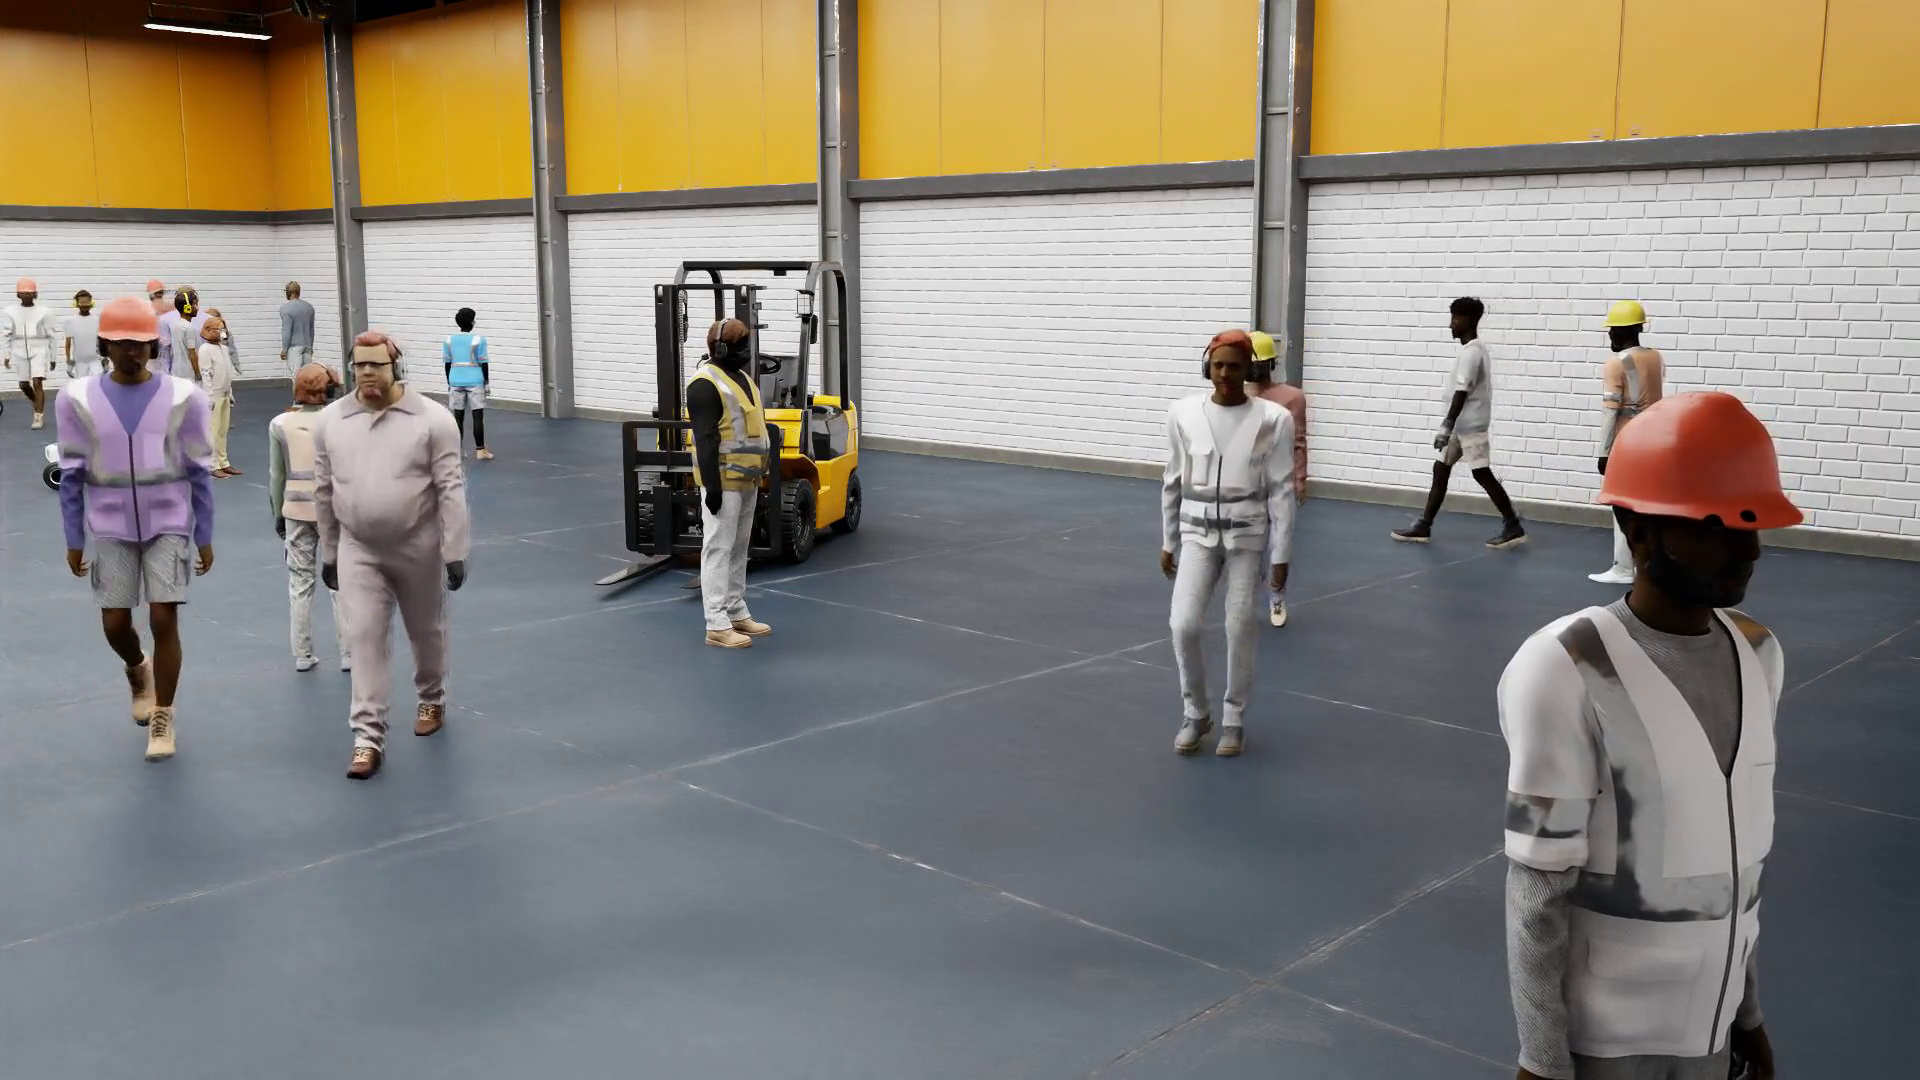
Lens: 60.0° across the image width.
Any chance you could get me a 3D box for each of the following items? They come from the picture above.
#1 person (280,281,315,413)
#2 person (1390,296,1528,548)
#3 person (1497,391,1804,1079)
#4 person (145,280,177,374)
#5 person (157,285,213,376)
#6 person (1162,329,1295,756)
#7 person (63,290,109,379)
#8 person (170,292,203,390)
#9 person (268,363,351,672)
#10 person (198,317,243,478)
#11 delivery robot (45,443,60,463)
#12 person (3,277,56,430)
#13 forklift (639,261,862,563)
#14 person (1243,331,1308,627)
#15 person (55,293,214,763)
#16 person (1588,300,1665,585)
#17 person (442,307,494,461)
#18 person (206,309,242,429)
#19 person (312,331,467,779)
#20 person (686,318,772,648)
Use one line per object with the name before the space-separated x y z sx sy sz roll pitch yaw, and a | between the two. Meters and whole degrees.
person | -9.731 -2.823 24.430 0.370 1.941 0.627 4 10 21
person | 3.878 -0.897 12.689 0.997 1.924 0.602 2 10 14
person | 1.092 0.734 2.627 0.542 1.938 0.357 -5 11 -28
person | -12.212 -2.995 25.480 1.039 1.949 0.647 6 11 31
person | -8.605 -1.875 18.616 0.627 1.941 0.371 -7 12 -36
person | 1.138 0.031 7.172 0.593 1.865 0.512 3 10 20
person | -11.056 -2.231 21.086 0.517 1.849 0.726 -6 11 -31
person | -8.348 -1.747 18.061 0.512 1.868 0.329 8 13 42
person | -3.368 -0.110 8.748 0.527 1.631 0.318 1 9 7
person | -7.556 -1.451 16.956 0.286 1.633 0.499 0 9 1
delivery robot | -8.458 -0.829 16.152 0.707 0.478 0.477 -3 10 -17
person | -12.390 -2.498 22.214 0.618 2.019 0.843 -2 9 -12
forklift | -1.552 -1.040 12.721 1.214 2.155 2.313 2 9 11
person | 1.743 -0.338 9.725 0.554 1.753 0.352 3 10 20
person | -3.588 -0.065 7.298 0.609 2.027 0.615 -3 10 -20
person | 4.509 -0.658 11.262 0.600 1.913 0.429 -6 11 -34
person | -5.441 -1.716 18.386 0.537 1.695 0.320 2 9 11
person | -9.951 -2.300 22.263 0.836 1.595 0.498 7 11 35
person | -2.480 0.022 7.257 0.659 1.860 0.980 -1 9 -7
person | -1.289 -0.325 9.418 0.429 1.844 0.625 2 10 15
